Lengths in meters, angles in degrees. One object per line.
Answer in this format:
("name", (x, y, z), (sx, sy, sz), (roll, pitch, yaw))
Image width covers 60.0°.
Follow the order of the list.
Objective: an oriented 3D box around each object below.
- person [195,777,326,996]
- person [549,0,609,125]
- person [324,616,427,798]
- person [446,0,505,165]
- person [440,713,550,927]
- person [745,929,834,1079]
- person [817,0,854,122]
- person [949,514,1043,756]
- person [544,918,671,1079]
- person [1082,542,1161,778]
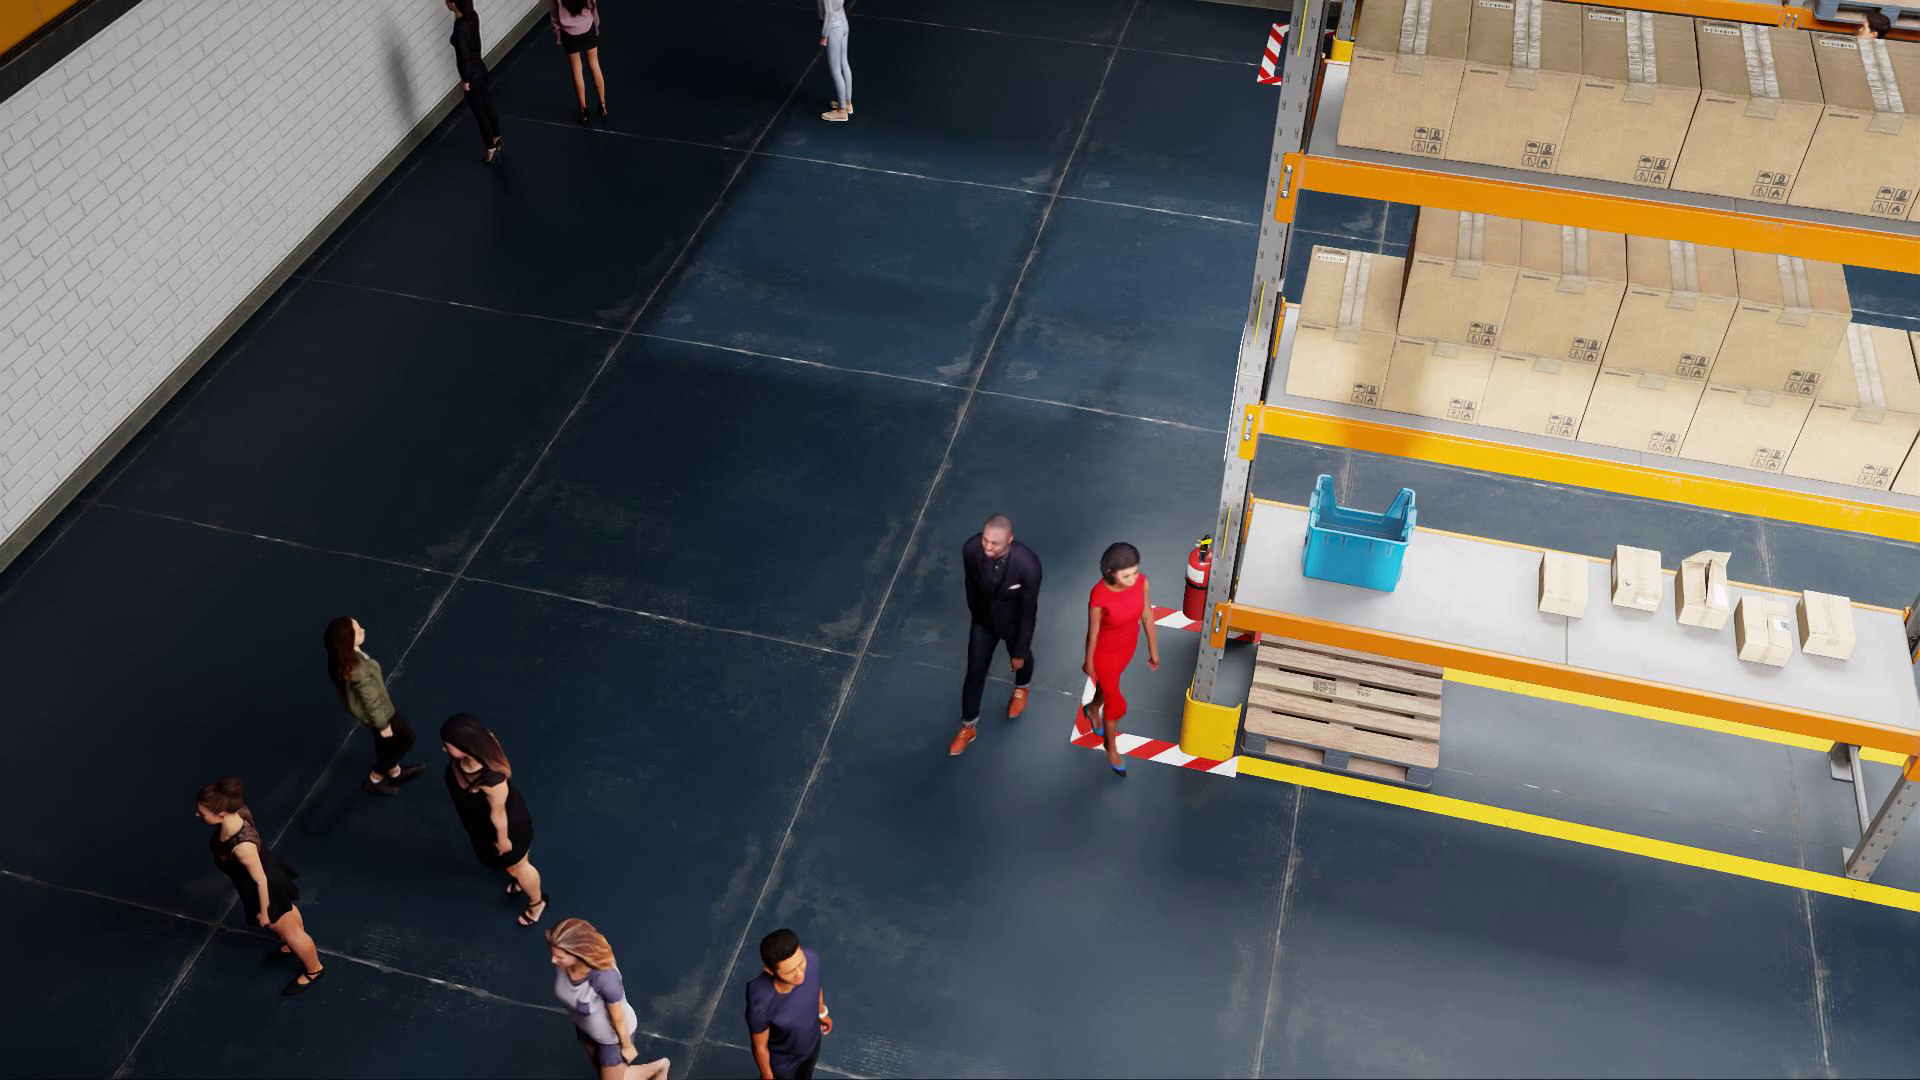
("person", (-3.763, 1.842, 8.945), (0.739, 1.675, 0.673), (-24, 49, -23))
("person", (-3.634, -4.830, 15.849), (0.673, 1.812, 0.752), (-18, 46, -18))
("person", (-3.573, 1.032, 9.941), (0.801, 1.473, 0.737), (-25, 49, -24))
("person", (-4.491, -4.290, 15.354), (0.534, 1.711, 0.615), (4, 44, 4))
("person", (-2.563, 1.534, 9.240), (0.805, 1.713, 0.752), (-20, 47, -19))
("person", (-0.842, 2.460, 8.209), (0.667, 1.793, 0.713), (28, 50, 26))
("person", (-1.203, -4.871, 15.903), (0.502, 1.796, 0.596), (13, 45, 13))
("person", (0.316, 0.464, 10.314), (1.040, 1.780, 0.874), (18, 46, 18))
("person", (-1.723, 2.376, 8.355), (0.744, 1.714, 0.810), (31, 52, 28))
("person", (0.887, 0.619, 10.190), (0.811, 1.727, 0.895), (-28, 50, -26))
